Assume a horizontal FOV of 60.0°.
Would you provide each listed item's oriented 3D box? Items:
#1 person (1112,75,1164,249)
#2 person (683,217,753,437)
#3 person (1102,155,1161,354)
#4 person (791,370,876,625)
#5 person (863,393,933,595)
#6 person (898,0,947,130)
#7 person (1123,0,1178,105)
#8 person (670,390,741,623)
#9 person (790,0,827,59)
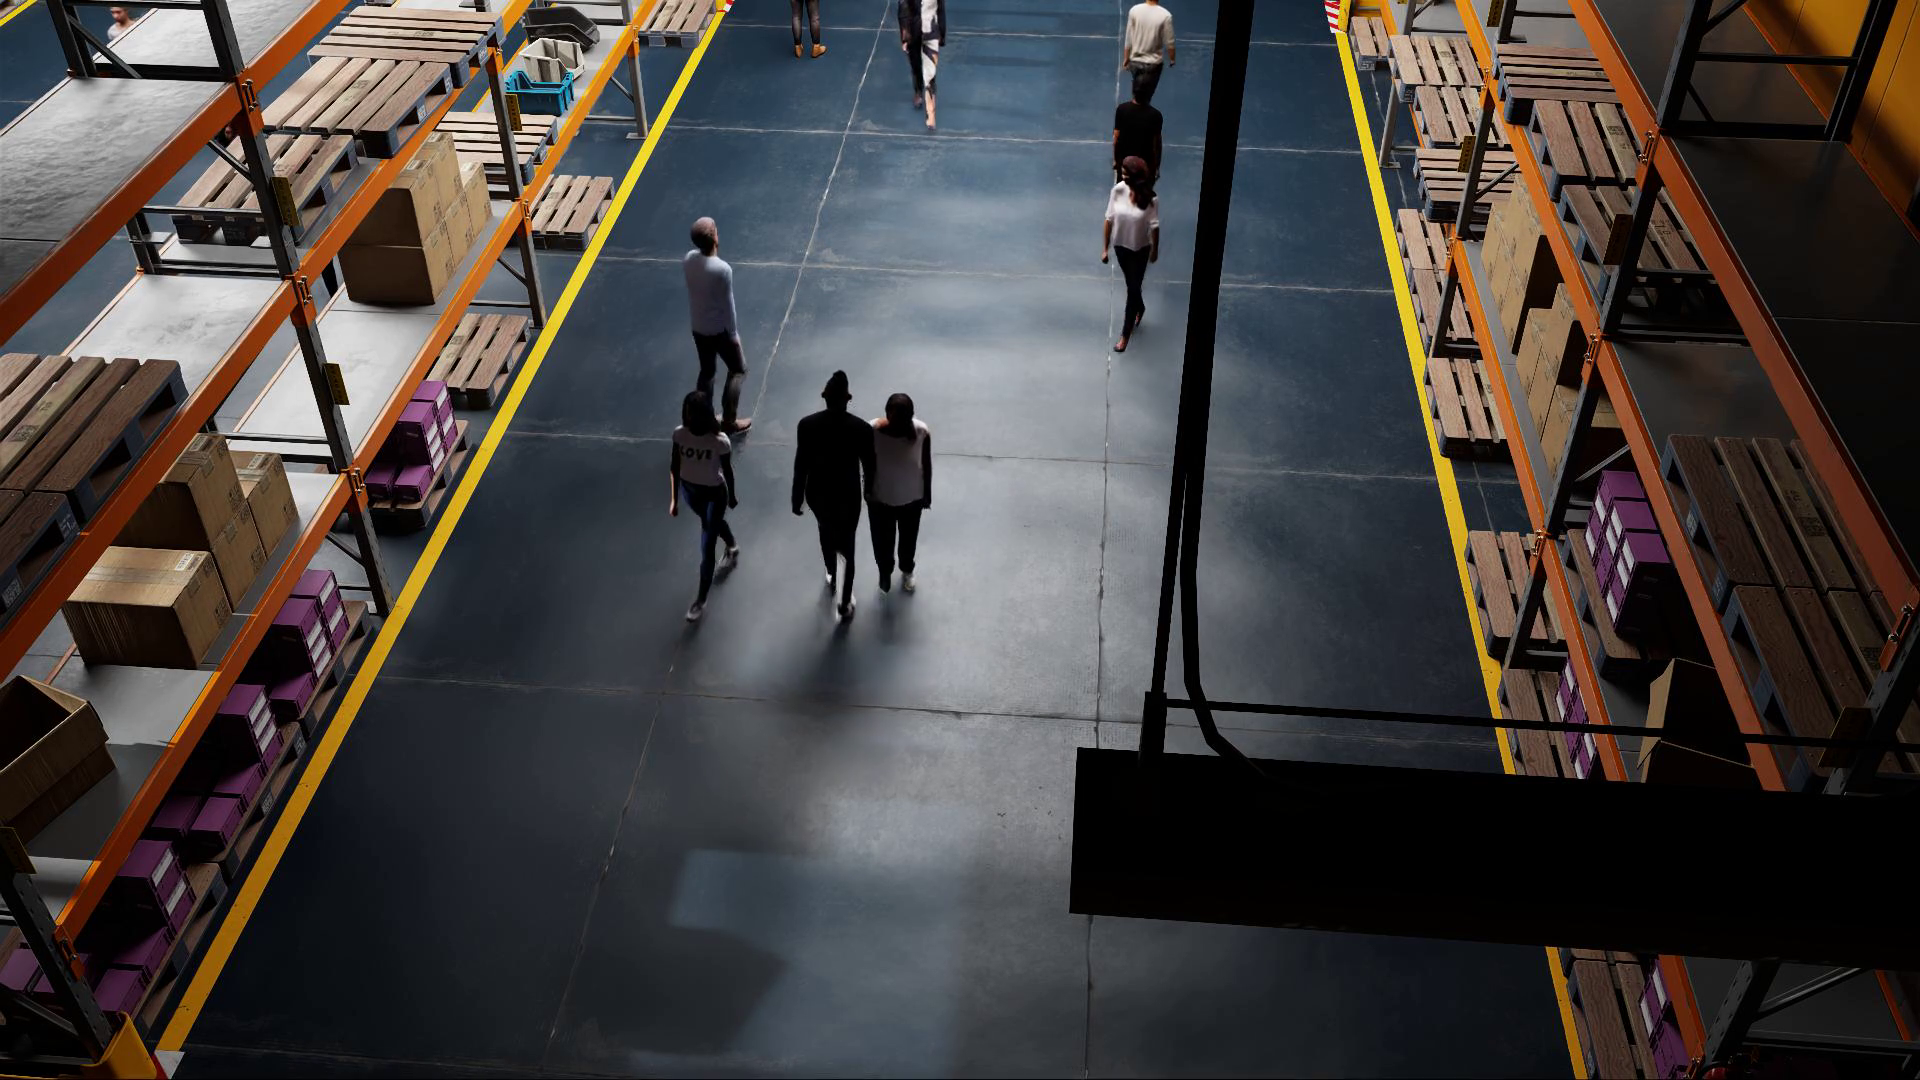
[{"bbox_3d":[1.689,-3.604,15.930,0.702,1.757,0.668,16,41,19],"label":"person"},{"bbox_3d":[-2.021,-1.657,13.415,0.862,1.853,0.832,-31,48,-33],"label":"person"},{"bbox_3d":[1.549,-2.599,14.680,0.880,1.748,1.122,18,42,21],"label":"person"},{"bbox_3d":[-0.885,-0.274,11.639,0.738,1.908,0.930,4,39,5],"label":"person"},{"bbox_3d":[-0.458,-0.383,11.960,0.716,1.678,0.704,-5,39,-6],"label":"person"},{"bbox_3d":[-0.434,-5.544,18.291,0.743,1.841,1.254,-1,39,-1],"label":"person"},{"bbox_3d":[1.950,-5.037,17.708,0.908,1.778,1.115,18,42,22],"label":"person"},{"bbox_3d":[-1.788,-0.360,11.901,0.821,1.716,1.219,13,41,16],"label":"person"},{"bbox_3d":[-1.856,-6.583,19.695,0.639,1.714,0.553,6,39,8],"label":"person"}]
